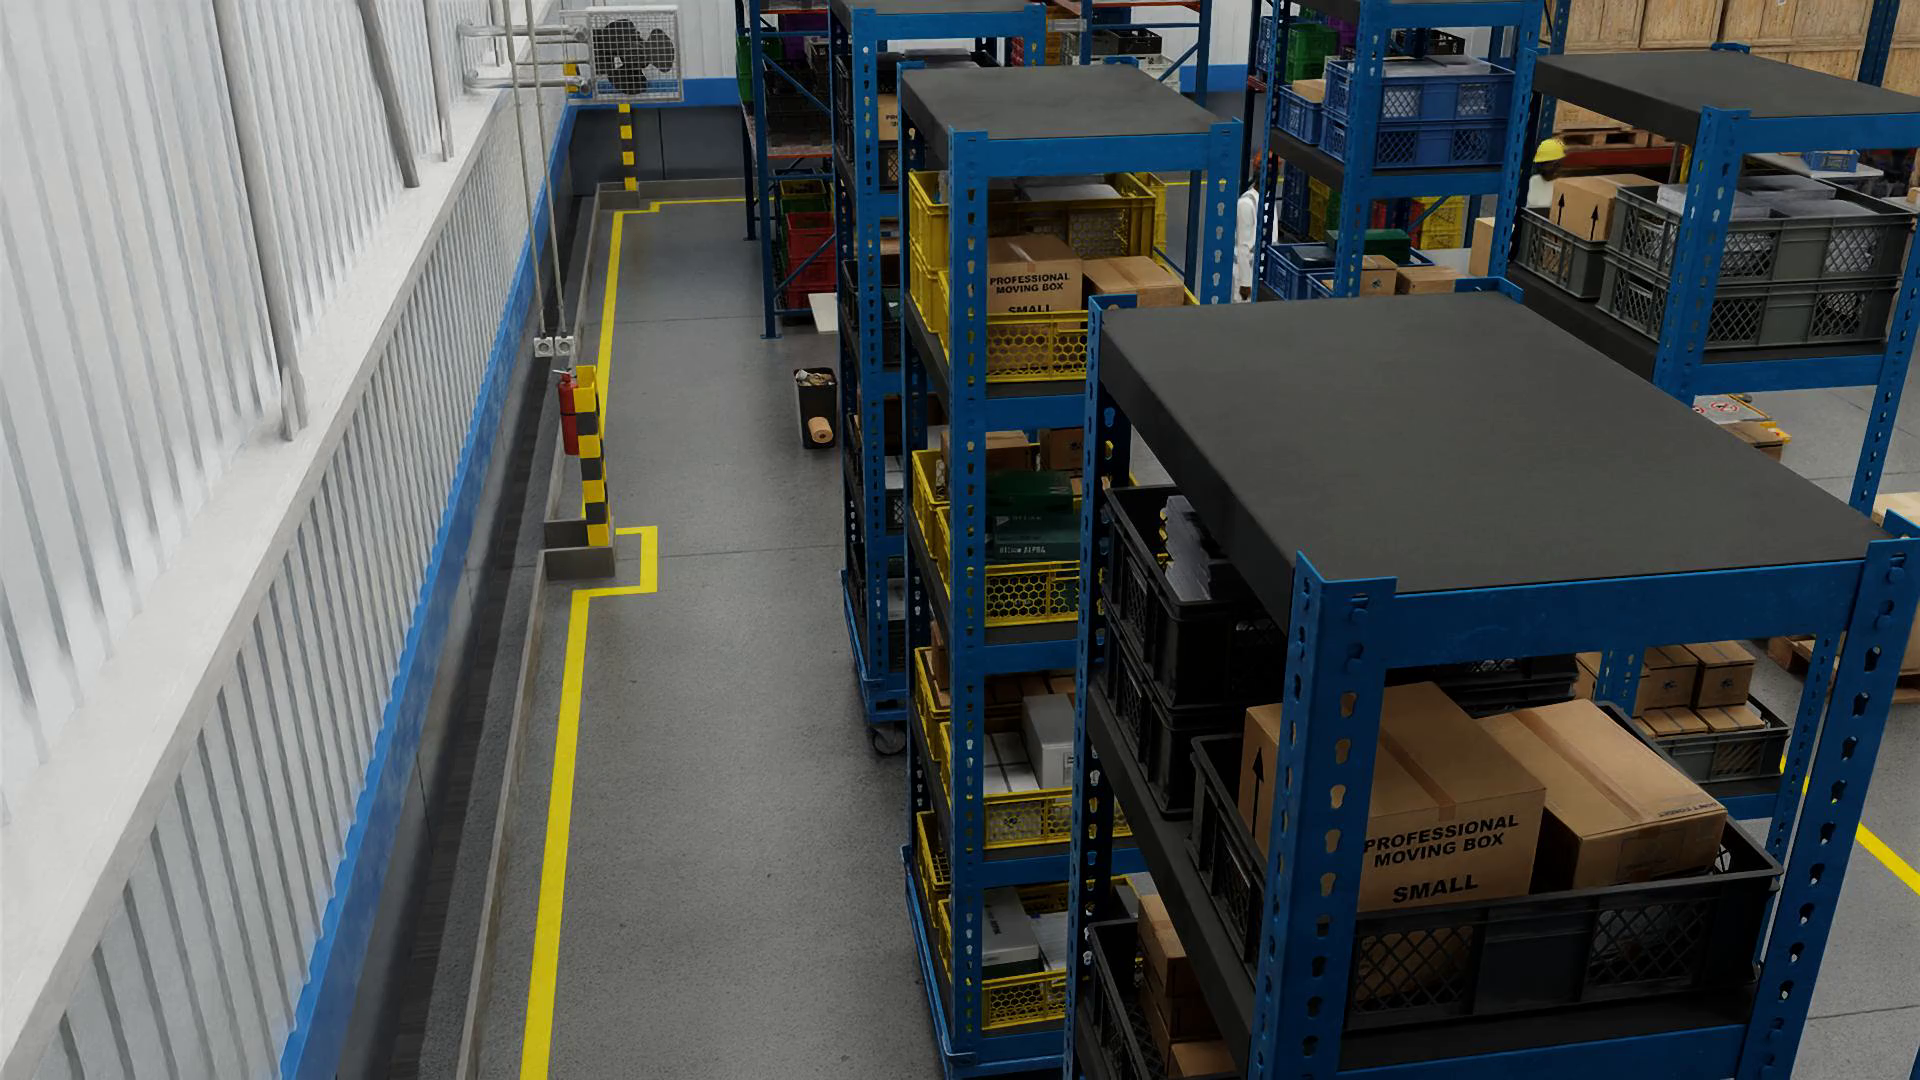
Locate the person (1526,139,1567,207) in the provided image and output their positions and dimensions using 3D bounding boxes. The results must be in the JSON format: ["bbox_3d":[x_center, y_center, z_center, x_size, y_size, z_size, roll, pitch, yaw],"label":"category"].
[{"bbox_3d":[4.922,-2.518,14.012,0.839,1.723,0.522,-12,27,-24],"label":"person"}]

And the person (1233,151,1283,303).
[{"bbox_3d":[2.270,-2.054,12.828,0.354,1.886,0.572,12,27,25],"label":"person"}]

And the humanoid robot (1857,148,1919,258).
[{"bbox_3d":[9.151,-3.507,16.308,0.578,1.639,0.777,8,26,18],"label":"humanoid robot"}]

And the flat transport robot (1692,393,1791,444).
[{"bbox_3d":[5.224,-0.859,12.132,1.431,0.197,0.652,-4,25,-8],"label":"flat transport robot"}]
